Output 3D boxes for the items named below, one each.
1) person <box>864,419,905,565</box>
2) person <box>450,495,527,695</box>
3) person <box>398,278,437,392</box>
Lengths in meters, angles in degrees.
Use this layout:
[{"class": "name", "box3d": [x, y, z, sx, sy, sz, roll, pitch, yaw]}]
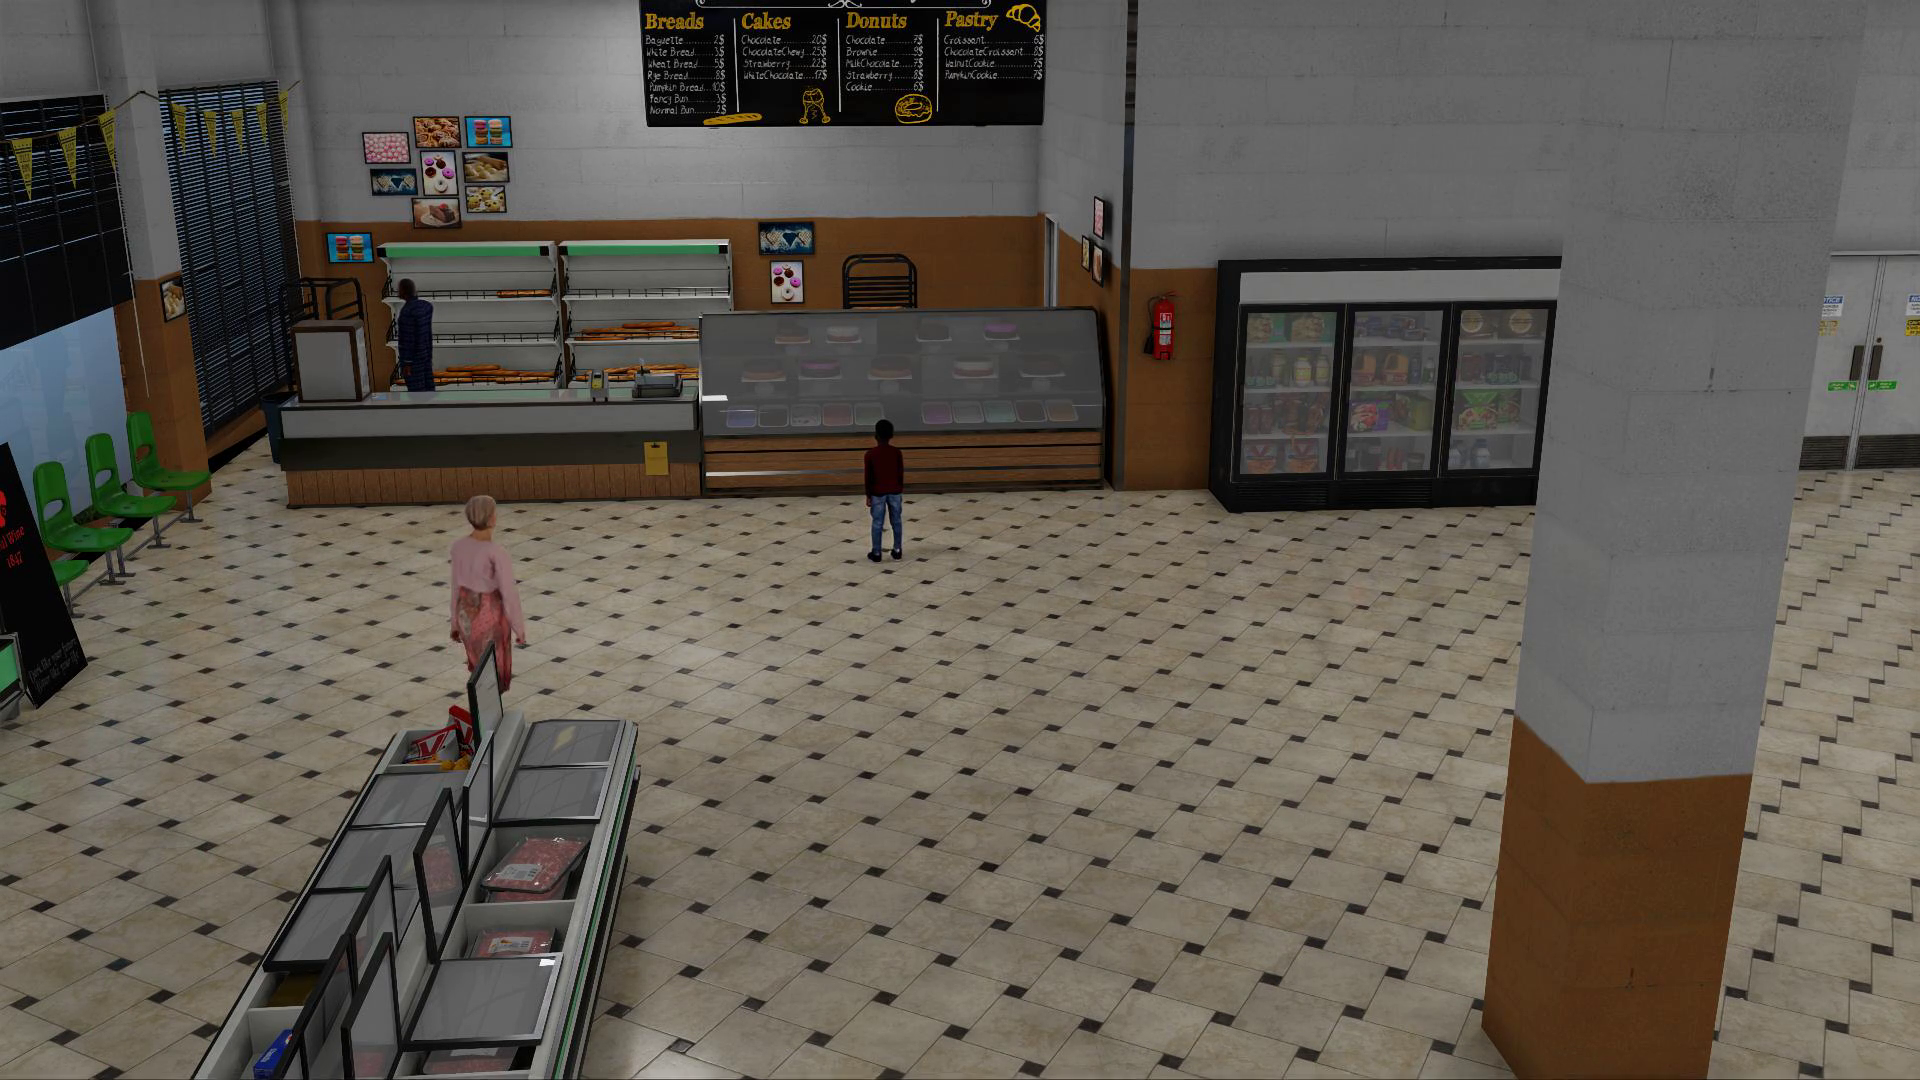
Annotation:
[{"class": "person", "box3d": [-0.637, -0.423, 14.334, 0.521, 1.255, 0.521, -4, 17, -14]}, {"class": "person", "box3d": [-3.009, 0.562, 10.361, 0.765, 1.679, 0.809, 7, 18, 23]}, {"class": "person", "box3d": [-6.090, -2.035, 18.662, 0.814, 1.824, 0.676, 5, 18, 16]}]
